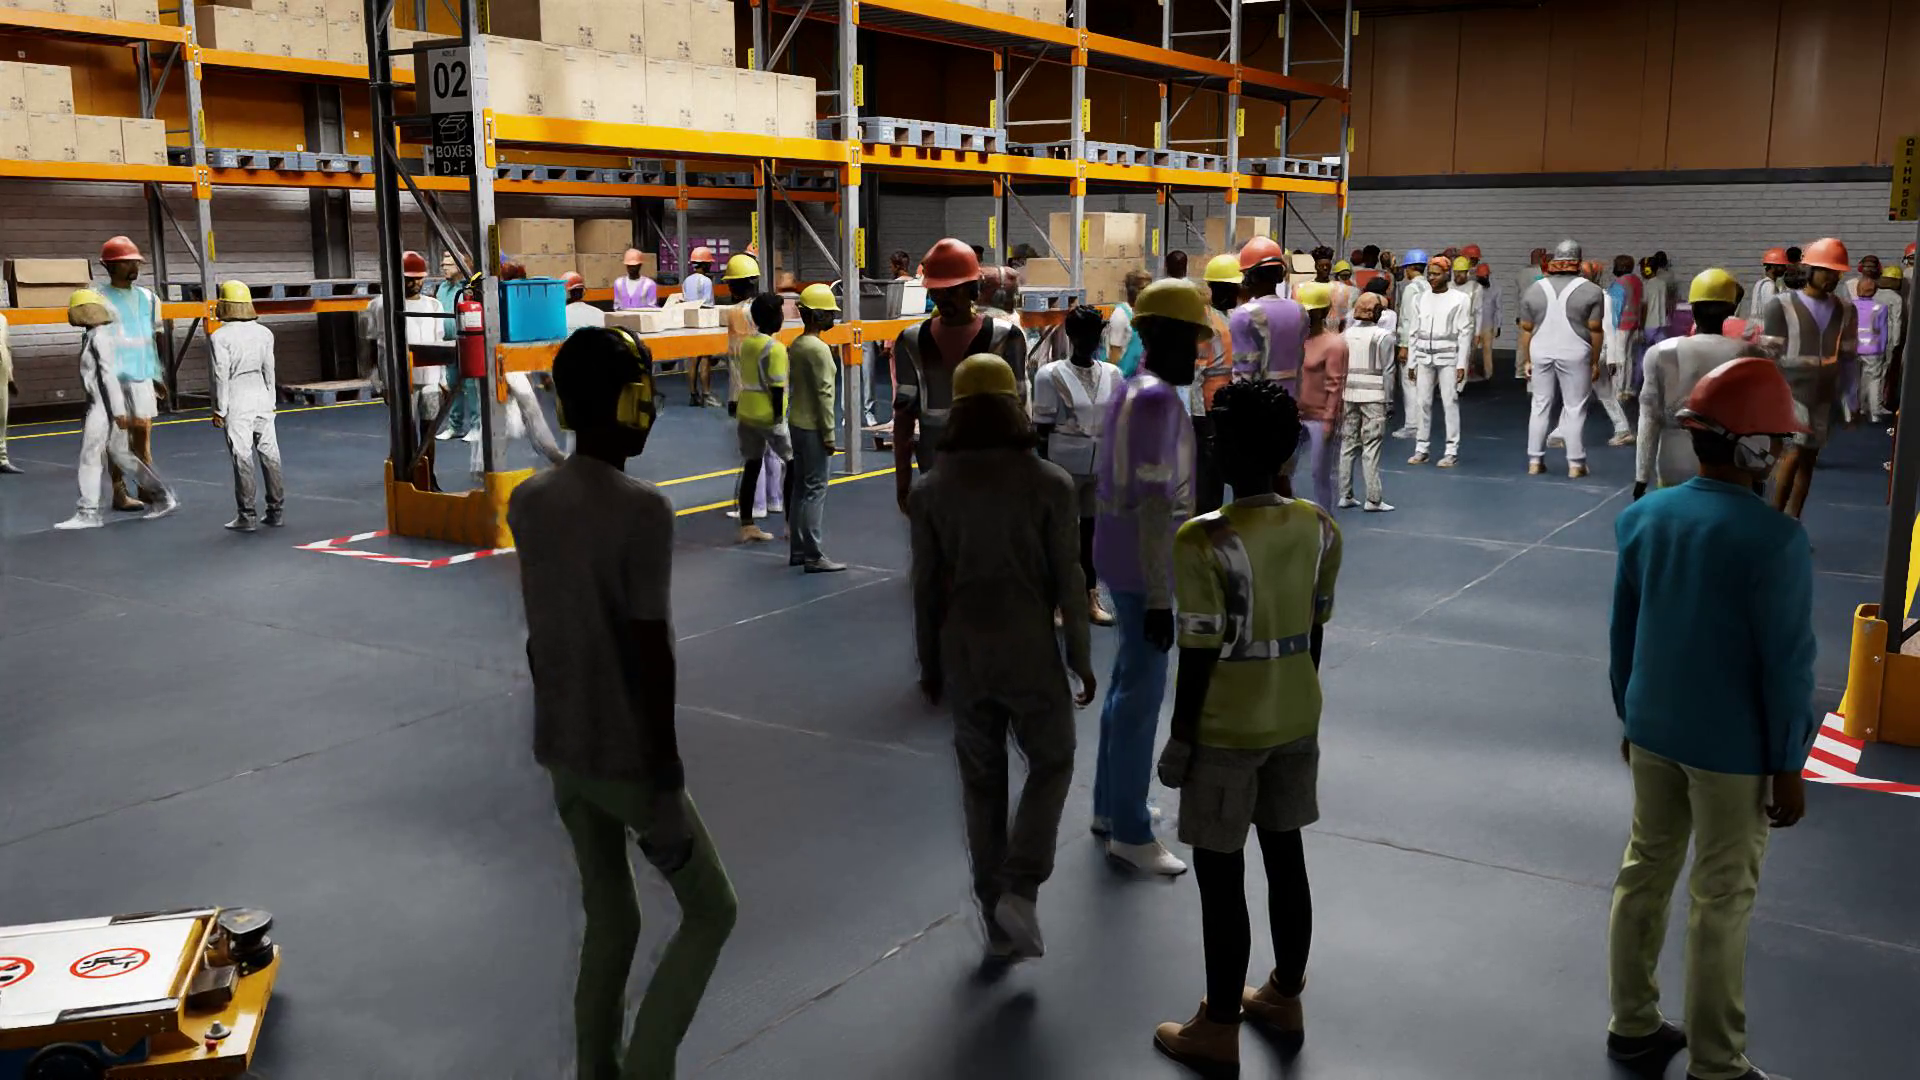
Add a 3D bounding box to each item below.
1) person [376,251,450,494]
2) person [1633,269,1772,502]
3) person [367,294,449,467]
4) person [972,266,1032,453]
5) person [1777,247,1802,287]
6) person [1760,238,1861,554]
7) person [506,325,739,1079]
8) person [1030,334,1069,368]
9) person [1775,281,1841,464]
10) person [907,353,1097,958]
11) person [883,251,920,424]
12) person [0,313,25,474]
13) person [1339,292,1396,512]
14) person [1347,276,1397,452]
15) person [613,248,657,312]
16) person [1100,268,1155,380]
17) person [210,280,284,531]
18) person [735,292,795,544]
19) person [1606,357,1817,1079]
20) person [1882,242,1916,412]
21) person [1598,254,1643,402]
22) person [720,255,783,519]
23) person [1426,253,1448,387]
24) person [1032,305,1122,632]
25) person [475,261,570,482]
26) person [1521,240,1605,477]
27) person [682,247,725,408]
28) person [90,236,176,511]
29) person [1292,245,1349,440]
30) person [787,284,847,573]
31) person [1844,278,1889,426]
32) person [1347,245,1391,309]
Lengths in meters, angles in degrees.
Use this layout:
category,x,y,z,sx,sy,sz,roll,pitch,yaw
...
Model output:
category,x,y,z,sx,sy,sz,roll,pitch,yaw
person,-4.170,-1.235,12.760,0.552,1.935,0.374,-10,14,-44
person,3.619,-0.372,8.137,0.618,1.870,0.988,3,11,17
person,-4.770,-1.488,14.248,0.600,1.929,1.007,2,10,10
person,0.166,-0.692,9.965,0.714,1.870,0.679,10,14,44
person,12.653,-3.519,25.477,0.392,1.917,0.593,3,11,15
person,5.468,-0.904,10.652,0.648,2.030,0.517,-1,10,-6
person,-0.723,0.473,3.534,0.547,1.844,0.419,8,13,37
person,1.532,-3.552,25.733,1.004,1.901,0.647,-3,11,-16
person,7.590,-1.533,14.839,0.620,1.785,0.549,0,10,1
person,0.111,0.345,4.626,0.548,1.705,0.511,3,11,16
person,-0.598,-2.131,17.821,0.407,1.909,0.594,7,12,34
person,-8.293,-1.400,14.204,0.342,1.747,0.574,2,10,9
person,3.035,-1.028,12.440,0.310,1.640,0.514,-7,13,-35
person,3.901,-1.659,15.811,0.558,1.678,0.353,9,13,40
person,-3.911,-2.529,19.983,0.576,1.917,0.419,2,10,9
person,1.295,-1.192,12.921,0.641,1.805,0.507,4,11,20
person,-5.013,-0.937,11.644,0.296,1.745,0.485,6,12,29
person,-1.229,-0.810,11.125,0.630,1.676,0.538,-9,13,-40
person,1.787,0.447,3.945,0.332,1.753,0.561,-4,11,-19
person,11.141,-2.489,19.548,0.622,1.993,0.382,4,11,19
person,8.310,-2.661,20.930,0.429,1.842,0.631,10,14,43
person,-1.542,-1.114,12.163,0.409,1.918,0.584,4,11,19
person,6.598,-3.041,23.051,0.503,1.840,0.346,-7,13,-36
person,0.618,-0.372,8.655,0.530,1.693,0.321,-5,11,-27
person,-3.675,-1.410,14.026,0.982,1.834,0.581,-6,12,-29
person,5.204,-1.571,14.333,0.695,2.000,0.535,8,13,39
person,-3.113,-2.566,20.130,0.361,1.939,0.543,-9,14,-42
person,-6.253,-1.251,12.542,0.365,2.048,0.608,3,11,18
person,3.630,-1.981,16.812,0.603,1.967,0.366,-1,10,-5
person,-0.881,-0.682,10.193,0.334,1.760,0.526,-5,11,-24
person,9.919,-2.053,18.205,0.753,1.603,0.550,-8,13,-39
person,5.448,-2.947,22.190,0.600,1.958,0.379,5,11,25
